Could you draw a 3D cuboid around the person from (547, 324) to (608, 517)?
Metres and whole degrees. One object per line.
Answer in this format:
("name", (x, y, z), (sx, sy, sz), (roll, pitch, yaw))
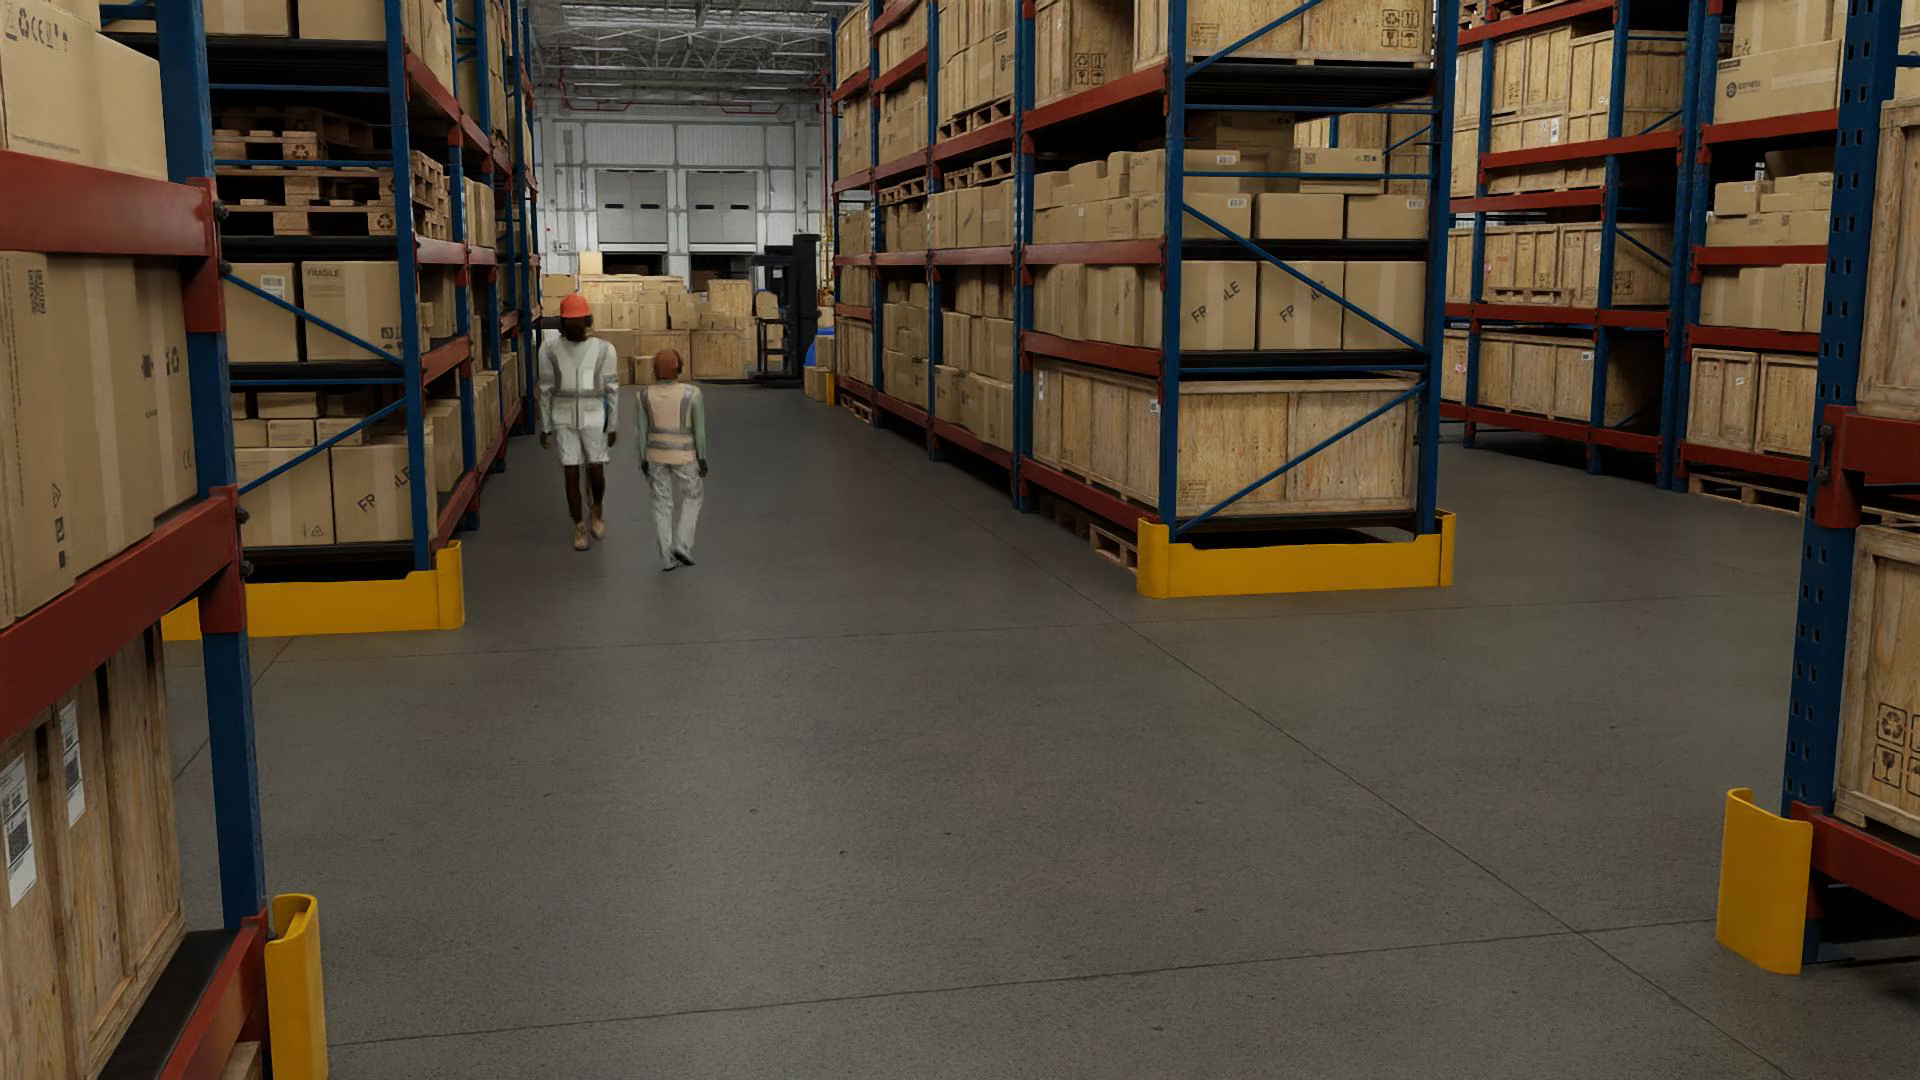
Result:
("person", (-3.419, -1.108, 14.804), (0.627, 1.830, 0.430), (-2, 10, -14))

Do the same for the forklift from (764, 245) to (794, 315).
("forklift", (-4.934, -6.796, 46.247), (1.129, 2.768, 1.873), (0, 9, 3))

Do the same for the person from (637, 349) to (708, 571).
("person", (-2.100, -0.582, 12.168), (0.544, 1.623, 0.375), (1, 9, 7))

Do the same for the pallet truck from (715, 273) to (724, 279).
("pallet truck", (-8.580, -8.986, 62.280), (1.885, 1.965, 0.823), (1, 9, 5))

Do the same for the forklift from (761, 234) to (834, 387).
("forklift", (-2.837, -4.268, 30.836), (1.873, 2.768, 1.129), (-2, 10, -13))

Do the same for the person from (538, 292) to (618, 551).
("person", (-2.996, -0.927, 13.067), (0.617, 2.027, 0.466), (-2, 9, -10))
